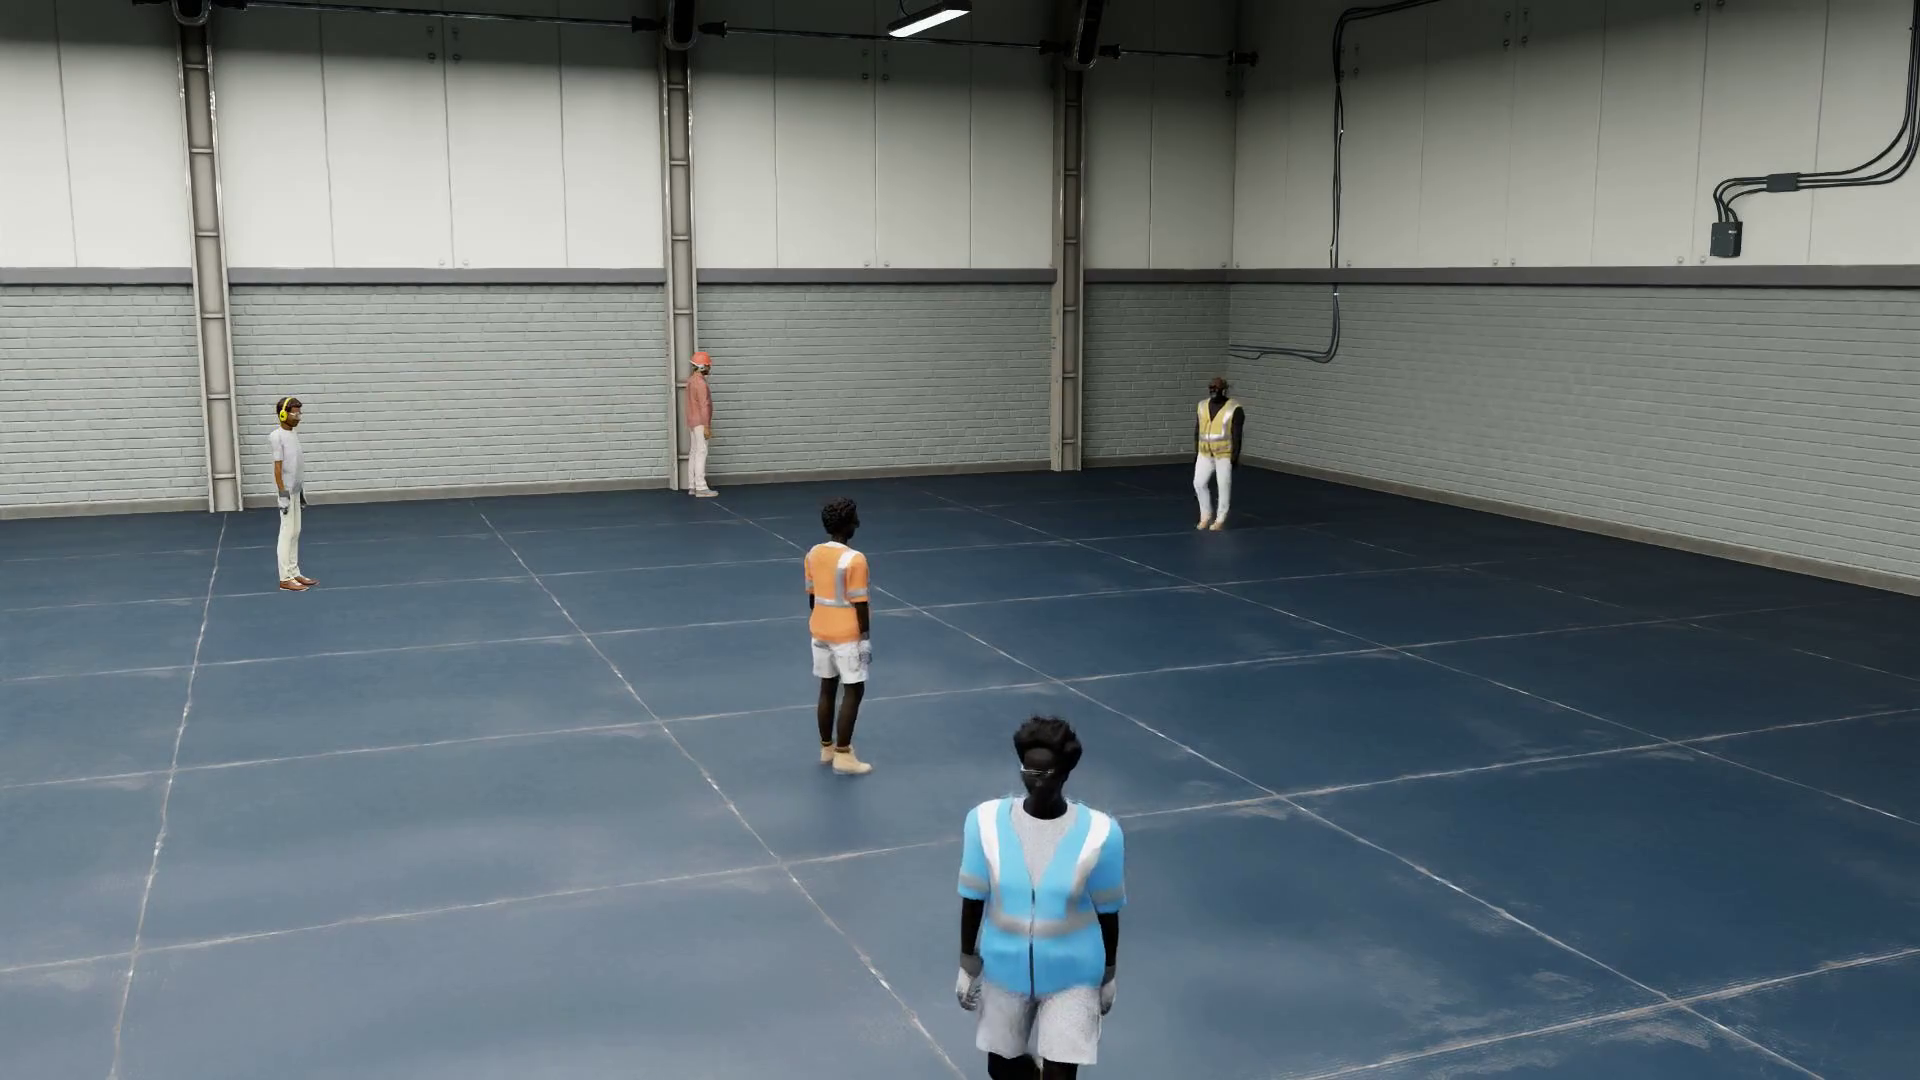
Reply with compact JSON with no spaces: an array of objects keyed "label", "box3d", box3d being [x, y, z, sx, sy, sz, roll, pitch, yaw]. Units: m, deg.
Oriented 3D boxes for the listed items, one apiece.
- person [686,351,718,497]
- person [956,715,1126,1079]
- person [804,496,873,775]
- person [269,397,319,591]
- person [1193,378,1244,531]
[{"label":"person","box3d":[-3.555,-1.591,22.853,0.396,1.992,0.623,-5,10,-26]},{"label":"person","box3d":[0.271,1.352,5.353,0.538,1.678,0.702,2,9,14]},{"label":"person","box3d":[-0.733,0.576,10.170,0.337,1.703,0.584,-8,12,-42]},{"label":"person","box3d":[-6.459,-0.447,16.081,0.329,1.865,0.508,0,9,-3]},{"label":"person","box3d":[3.017,-1.001,19.665,0.659,1.825,0.538,7,11,36]}]
